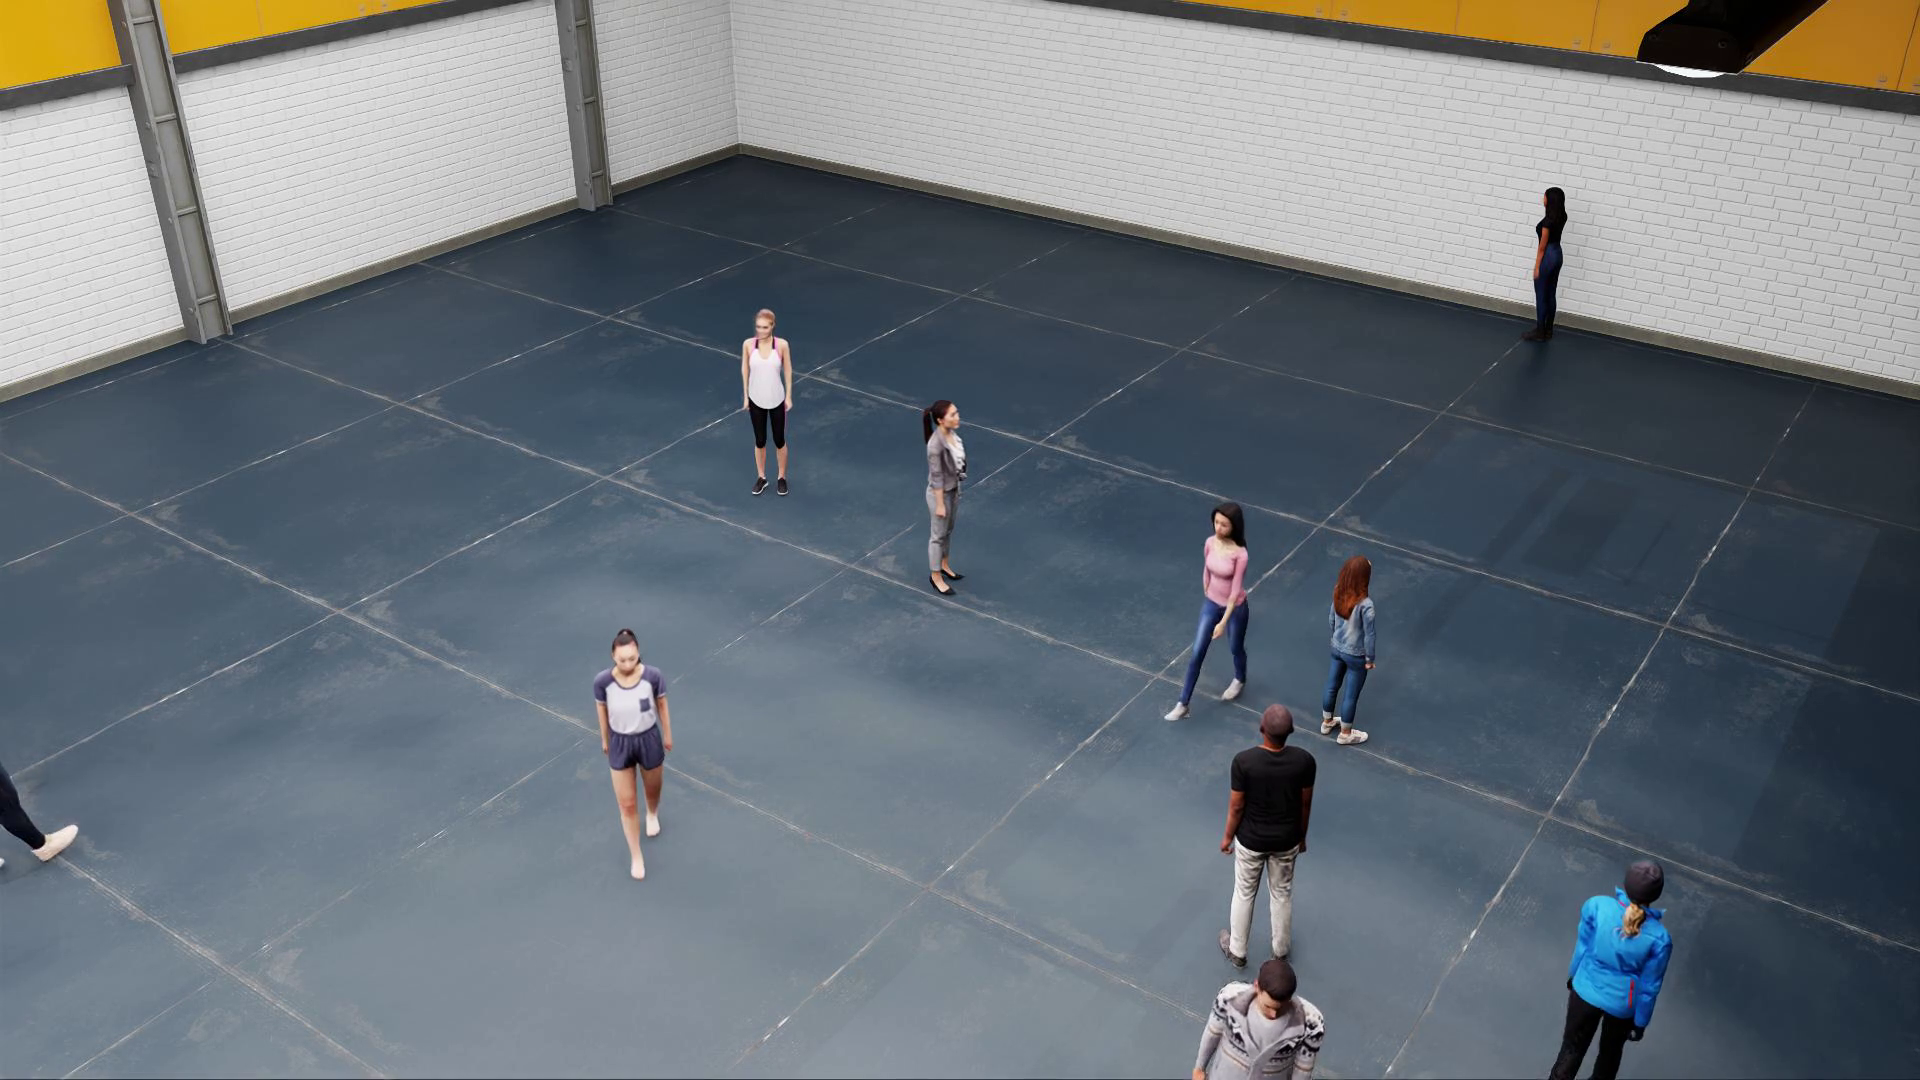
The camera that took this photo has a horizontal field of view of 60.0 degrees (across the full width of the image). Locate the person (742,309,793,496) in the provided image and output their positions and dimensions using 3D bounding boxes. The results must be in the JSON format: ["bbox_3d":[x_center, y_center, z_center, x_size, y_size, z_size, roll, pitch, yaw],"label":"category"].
[{"bbox_3d":[-1.746,-1.267,15.126,0.682,1.788,0.690,2,29,3],"label":"person"}]

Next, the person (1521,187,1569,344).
[{"bbox_3d":[6.541,-3.058,18.469,0.558,1.729,0.658,-23,36,-35],"label":"person"}]

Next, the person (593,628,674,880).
[{"bbox_3d":[-2.067,1.283,10.621,0.930,1.626,0.977,-6,29,-12],"label":"person"}]

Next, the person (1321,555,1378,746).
[{"bbox_3d":[2.744,0.766,11.723,0.624,1.477,0.628,-17,33,-28],"label":"person"}]

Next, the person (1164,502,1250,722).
[{"bbox_3d":[1.973,0.490,11.997,0.687,1.700,1.135,25,38,38],"label":"person"}]

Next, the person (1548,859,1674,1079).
[{"bbox_3d":[3.230,2.398,8.431,0.632,1.765,1.102,20,35,32],"label":"person"}]

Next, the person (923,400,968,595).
[{"bbox_3d":[-0.136,-0.370,13.596,0.749,1.679,0.631,8,30,15],"label":"person"}]

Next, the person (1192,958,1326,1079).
[{"bbox_3d":[1.417,2.580,8.034,0.908,1.825,0.984,10,30,17],"label":"person"}]

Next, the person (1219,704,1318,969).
[{"bbox_3d":[1.776,1.724,9.625,0.764,1.805,0.801,-1,29,-3],"label":"person"}]
